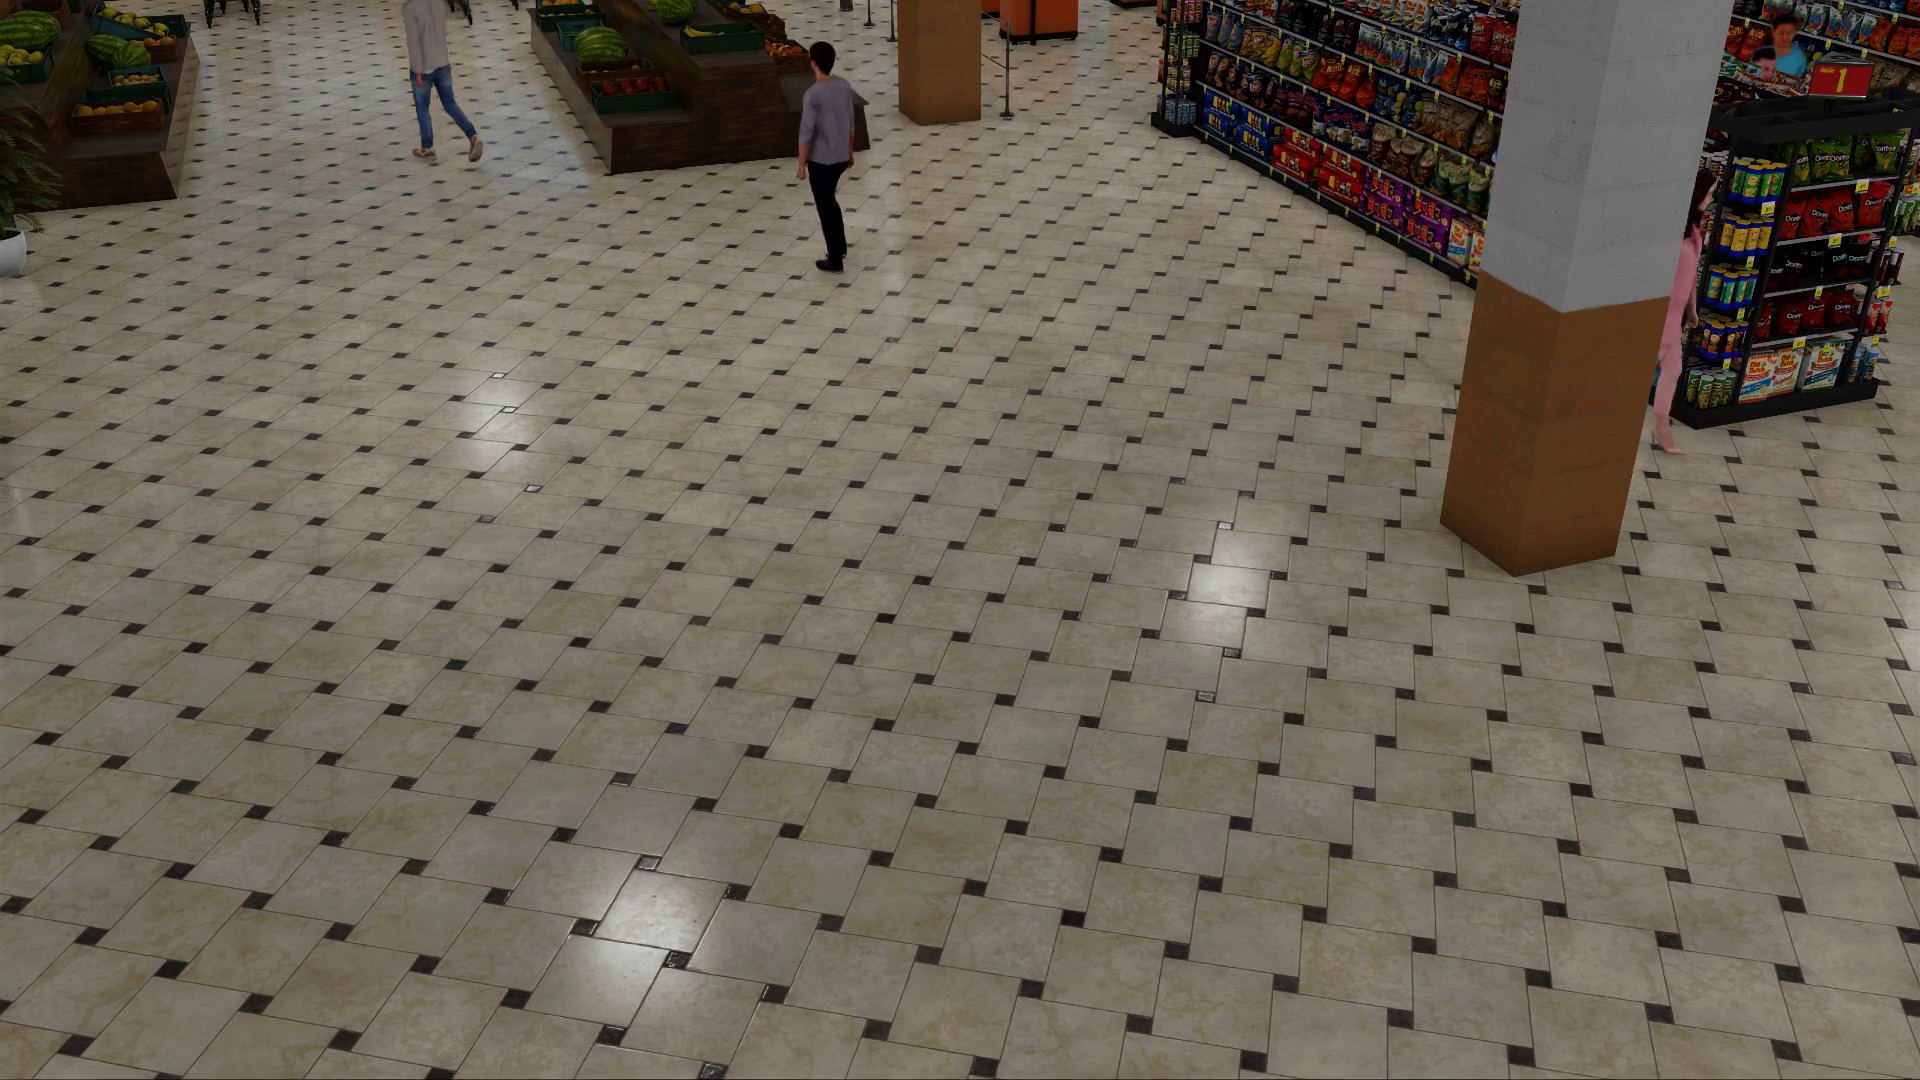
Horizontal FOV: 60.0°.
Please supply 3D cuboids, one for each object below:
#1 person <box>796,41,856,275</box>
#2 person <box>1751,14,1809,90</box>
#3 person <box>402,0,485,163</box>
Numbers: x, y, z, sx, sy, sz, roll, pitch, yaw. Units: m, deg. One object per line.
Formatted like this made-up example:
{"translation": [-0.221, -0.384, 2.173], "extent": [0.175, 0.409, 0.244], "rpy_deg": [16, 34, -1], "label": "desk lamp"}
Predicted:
{"translation": [-0.979, -3.000, 13.173], "extent": [0.817, 1.835, 0.798], "rpy_deg": [21, 35, 33], "label": "person"}
{"translation": [7.077, -3.760, 14.673], "extent": [0.832, 1.731, 0.979], "rpy_deg": [1, 29, 2], "label": "person"}
{"translation": [-4.990, -4.514, 15.901], "extent": [1.268, 1.878, 1.098], "rpy_deg": [18, 33, 30], "label": "person"}
